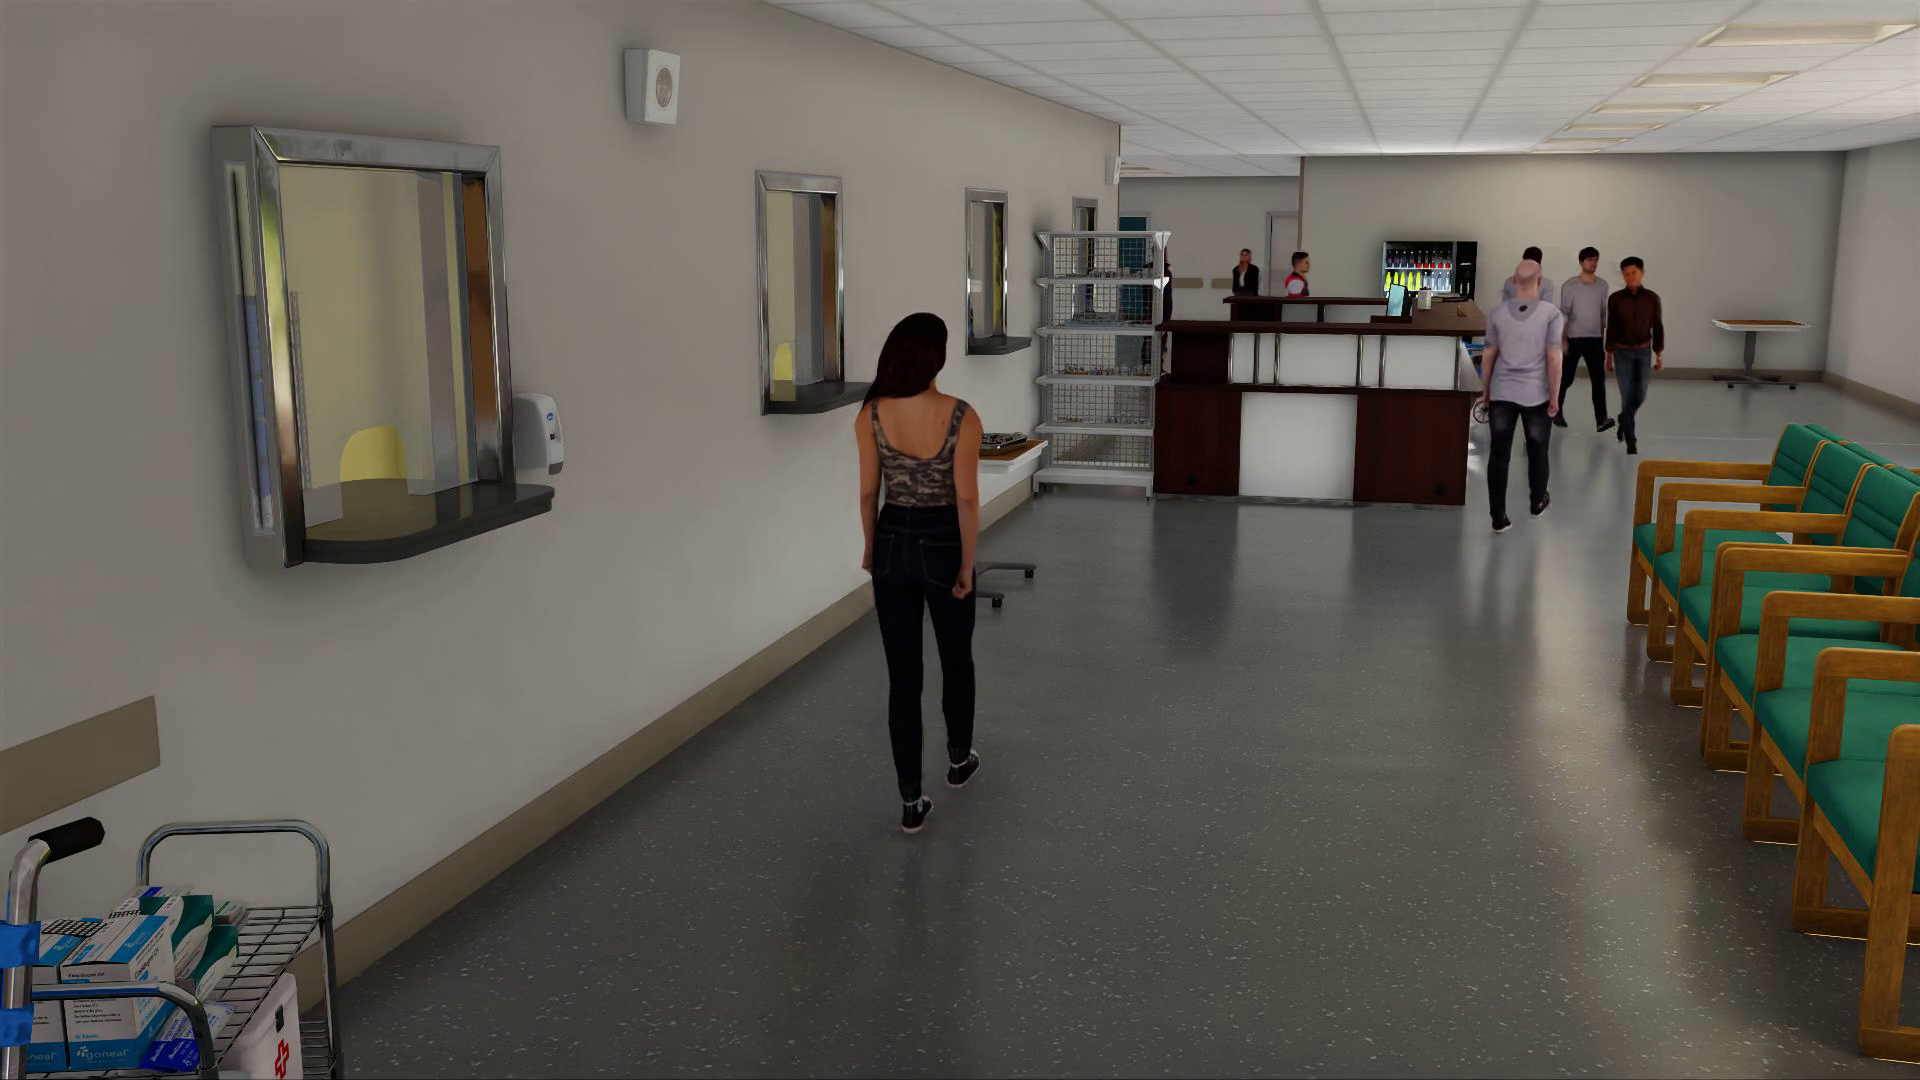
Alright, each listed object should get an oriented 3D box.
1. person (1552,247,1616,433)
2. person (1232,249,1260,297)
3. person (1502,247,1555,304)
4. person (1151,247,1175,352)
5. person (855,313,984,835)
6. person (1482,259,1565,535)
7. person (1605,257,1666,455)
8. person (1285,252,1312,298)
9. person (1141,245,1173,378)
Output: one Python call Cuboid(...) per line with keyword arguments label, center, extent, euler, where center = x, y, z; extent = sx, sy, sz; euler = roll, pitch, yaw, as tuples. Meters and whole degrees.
Cuboid(label="person", center=(6.145, -1.968, 16.568), extent=(1.202, 1.794, 1.022), euler=(-1, 11, -5))
Cuboid(label="person", center=(4.636, -3.836, 26.840), extent=(1.041, 1.635, 0.786), euler=(5, 12, 24))
Cuboid(label="person", center=(5.571, -1.959, 16.518), extent=(1.243, 1.796, 0.990), euler=(6, 12, 30))
Cuboid(label="person", center=(3.274, -3.970, 27.275), extent=(0.544, 1.736, 0.700), euler=(1, 11, 3))
Cuboid(label="person", center=(-0.149, 0.129, 5.654), extent=(0.887, 1.743, 0.739), euler=(1, 11, 7))
Cuboid(label="person", center=(3.687, -0.913, 11.025), extent=(1.177, 1.789, 0.938), euler=(6, 12, 28))
Cuboid(label="person", center=(6.053, -1.649, 15.024), extent=(1.015, 1.744, 0.769), euler=(2, 11, 10))
Cuboid(label="person", center=(3.728, -2.345, 18.705), extent=(0.973, 1.739, 0.684), euler=(2, 11, 11))
Cuboid(label="person", center=(2.631, -3.085, 22.391), extent=(0.761, 1.818, 0.772), euler=(10, 14, 41))
